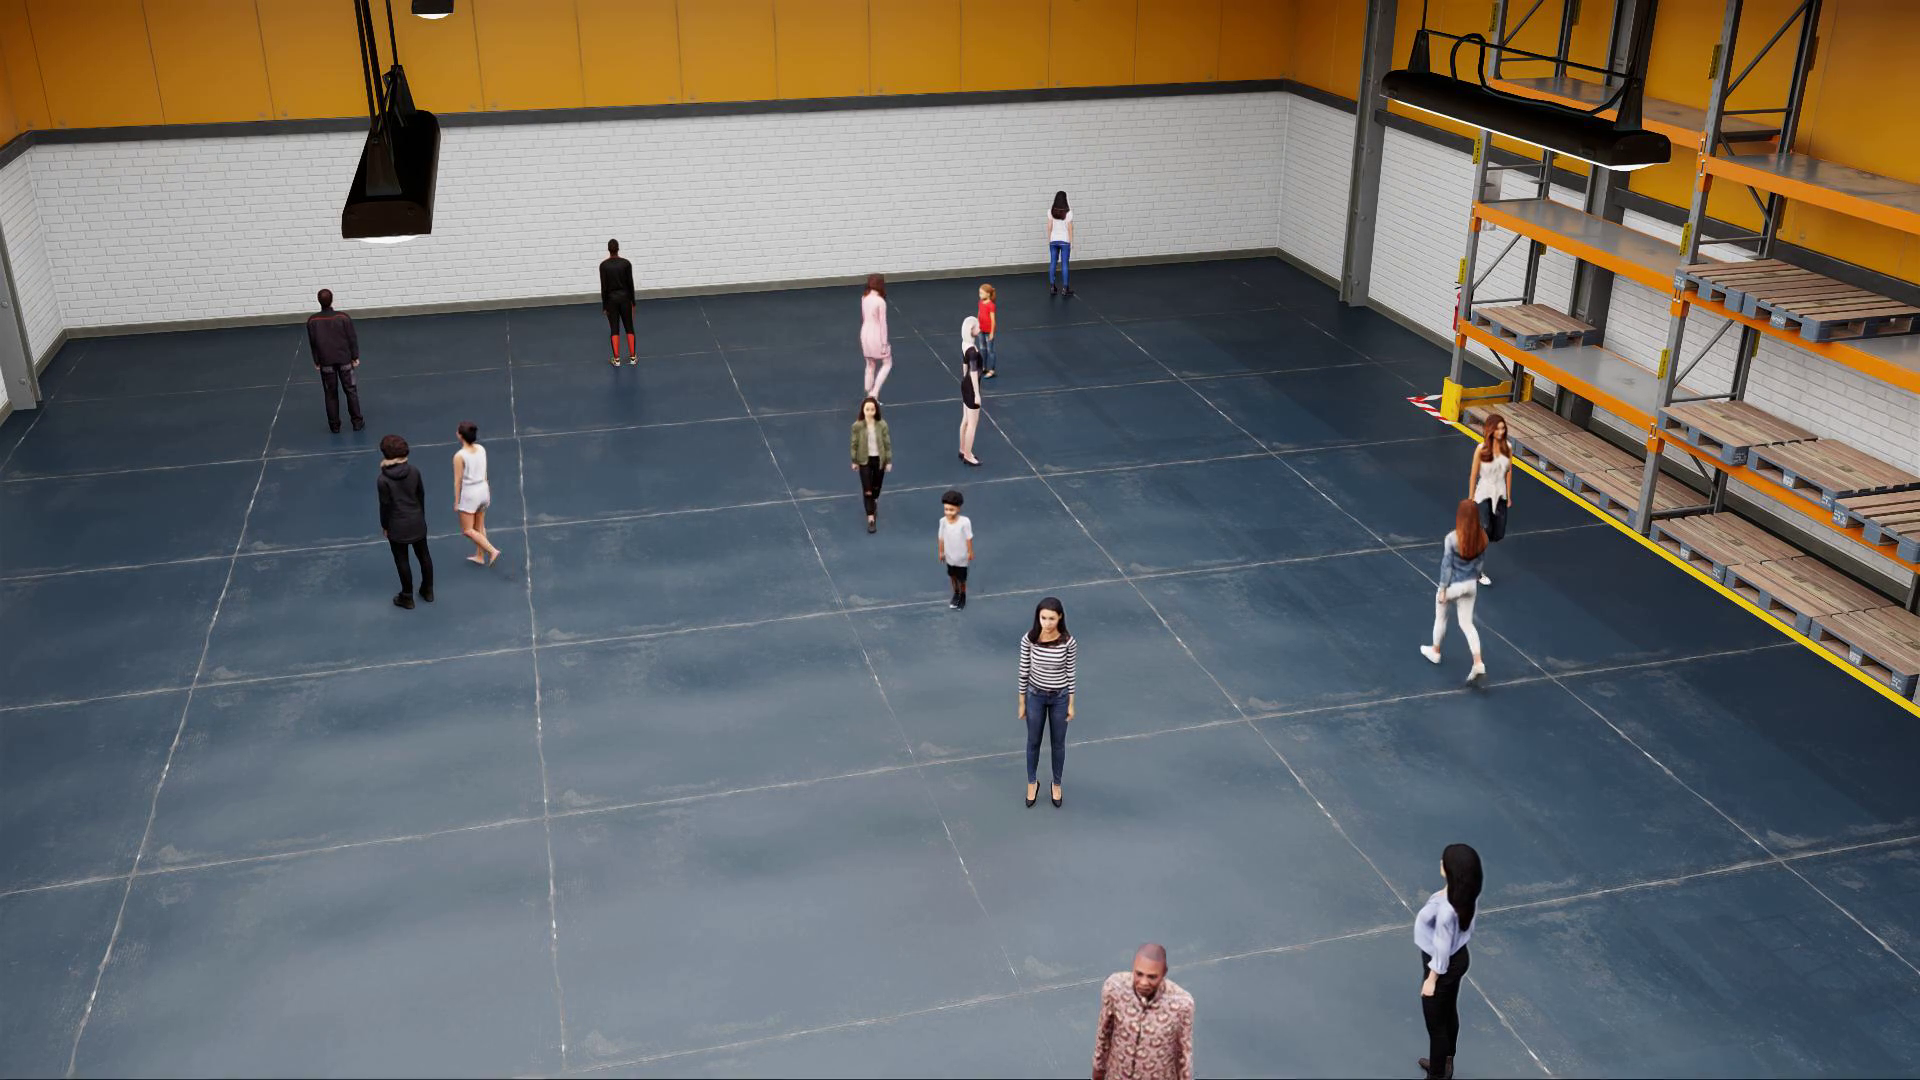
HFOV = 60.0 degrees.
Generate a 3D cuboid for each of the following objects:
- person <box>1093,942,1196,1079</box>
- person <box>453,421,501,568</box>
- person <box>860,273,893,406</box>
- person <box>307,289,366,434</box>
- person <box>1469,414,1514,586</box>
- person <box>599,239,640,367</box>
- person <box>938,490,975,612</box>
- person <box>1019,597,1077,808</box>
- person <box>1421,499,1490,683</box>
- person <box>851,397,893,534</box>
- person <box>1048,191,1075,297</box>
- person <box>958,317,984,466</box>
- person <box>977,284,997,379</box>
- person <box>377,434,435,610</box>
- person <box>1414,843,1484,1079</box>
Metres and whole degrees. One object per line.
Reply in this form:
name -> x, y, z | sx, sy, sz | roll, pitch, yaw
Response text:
person -> 1.015, 2.905, 9.149 | 0.825, 1.794, 0.827 | 6, 24, 14
person -> -4.941, -0.434, 17.037 | 0.903, 1.596, 0.843 | 13, 27, 28
person -> -1.182, -2.561, 21.657 | 0.745, 1.791, 0.819 | 17, 29, 33
person -> -7.849, -2.256, 20.901 | 0.725, 1.839, 0.567 | -7, 25, -16
person -> 5.322, -0.449, 16.843 | 0.632, 1.777, 0.793 | -5, 24, -11
person -> -4.815, -3.364, 23.473 | 0.618, 1.808, 0.518 | -6, 24, -14
person -> -0.010, 0.077, 16.307 | 0.596, 1.243, 0.644 | 9, 25, 19
person -> 0.679, 1.259, 12.912 | 0.630, 1.797, 0.581 | 1, 24, 3
person -> 4.509, 0.473, 14.862 | 0.635, 1.674, 1.084 | -7, 25, -15
person -> -0.970, -0.865, 18.209 | 0.653, 1.445, 0.992 | -4, 24, -8
person -> 1.616, -4.792, 26.894 | 0.675, 1.685, 0.731 | 12, 27, 26
person -> 0.116, -1.774, 19.814 | 0.637, 1.826, 0.406 | -7, 24, -15
person -> 0.374, -2.913, 23.064 | 0.615, 1.309, 0.516 | -18, 29, -35
person -> -5.411, -0.186, 16.236 | 0.727, 1.781, 0.753 | -21, 31, -39
person -> 2.906, 2.575, 9.967 | 0.777, 1.743, 0.733 | 15, 28, 30
